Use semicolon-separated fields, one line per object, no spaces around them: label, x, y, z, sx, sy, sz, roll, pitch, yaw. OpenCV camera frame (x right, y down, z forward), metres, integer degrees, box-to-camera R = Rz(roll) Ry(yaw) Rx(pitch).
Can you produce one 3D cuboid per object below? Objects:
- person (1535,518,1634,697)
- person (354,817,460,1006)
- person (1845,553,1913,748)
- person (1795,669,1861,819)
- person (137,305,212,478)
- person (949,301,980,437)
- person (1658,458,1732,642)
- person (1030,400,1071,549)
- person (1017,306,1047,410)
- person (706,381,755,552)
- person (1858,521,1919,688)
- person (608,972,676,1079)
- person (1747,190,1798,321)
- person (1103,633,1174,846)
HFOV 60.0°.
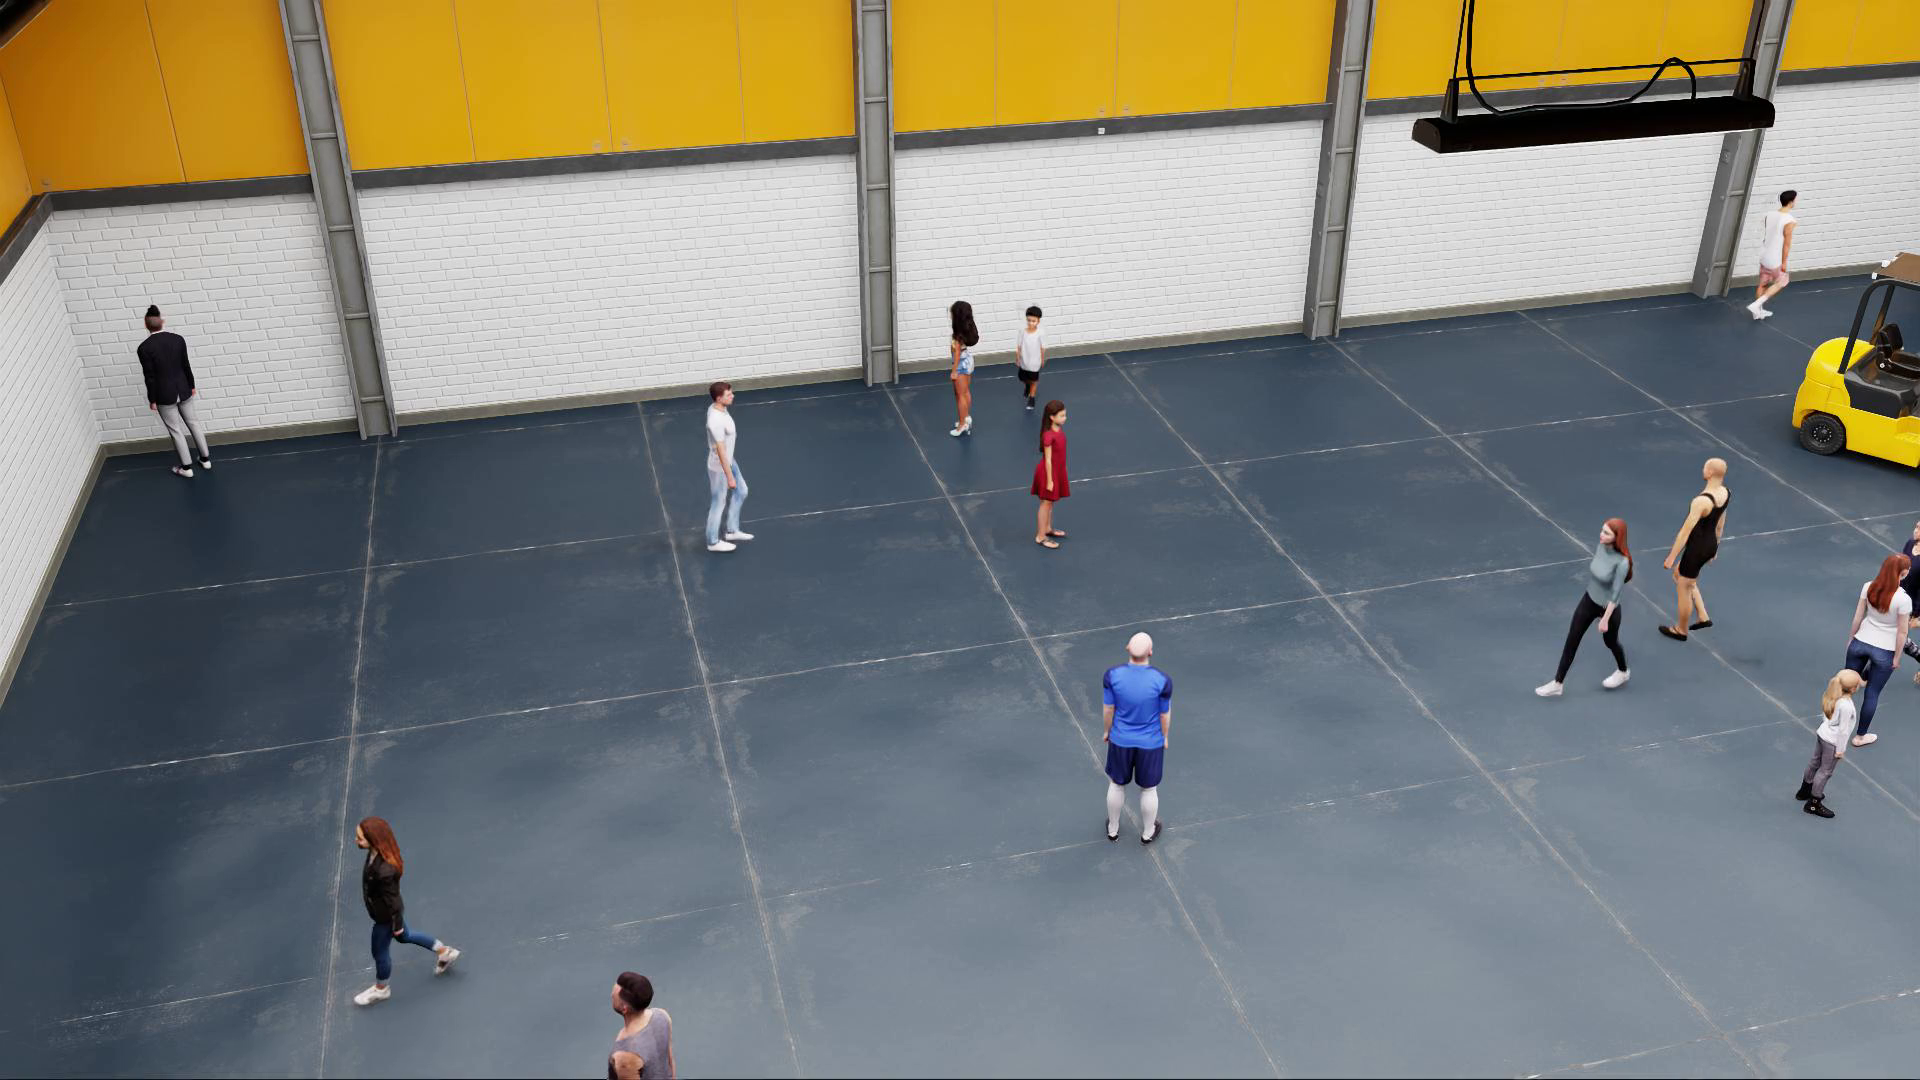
person;5.571;0.605;14.254;1.129;1.700;0.583;-7;29;-12
person;-3.761;2.446;11.130;0.986;1.461;0.671;-12;31;-21
person;7.505;0.897;13.675;0.645;1.743;0.643;-21;35;-33
person;6.785;1.551;12.963;0.589;1.276;0.563;3;29;6
person;-8.574;-1.638;18.102;0.853;1.954;0.768;19;34;30
person;0.021;-1.979;19.070;0.684;1.624;0.656;5;29;9
person;6.747;0.140;15.001;0.802;1.802;0.888;-25;37;-38
person;0.915;-0.694;16.790;0.731;1.552;0.672;9;30;15
person;0.855;-2.214;19.886;0.693;1.255;0.716;7;29;13
person;-2.463;-0.719;16.544;0.754;1.832;0.735;-2;29;-4
person;8.218;0.550;14.339;1.065;1.715;0.855;3;29;6
person;-1.672;3.159;9.177;1.211;1.826;1.005;8;30;15
person;10.802;-3.780;22.210;0.704;1.780;0.639;-7;29;-13
person;1.319;1.490;12.484;0.690;1.842;0.817;7;29;12
